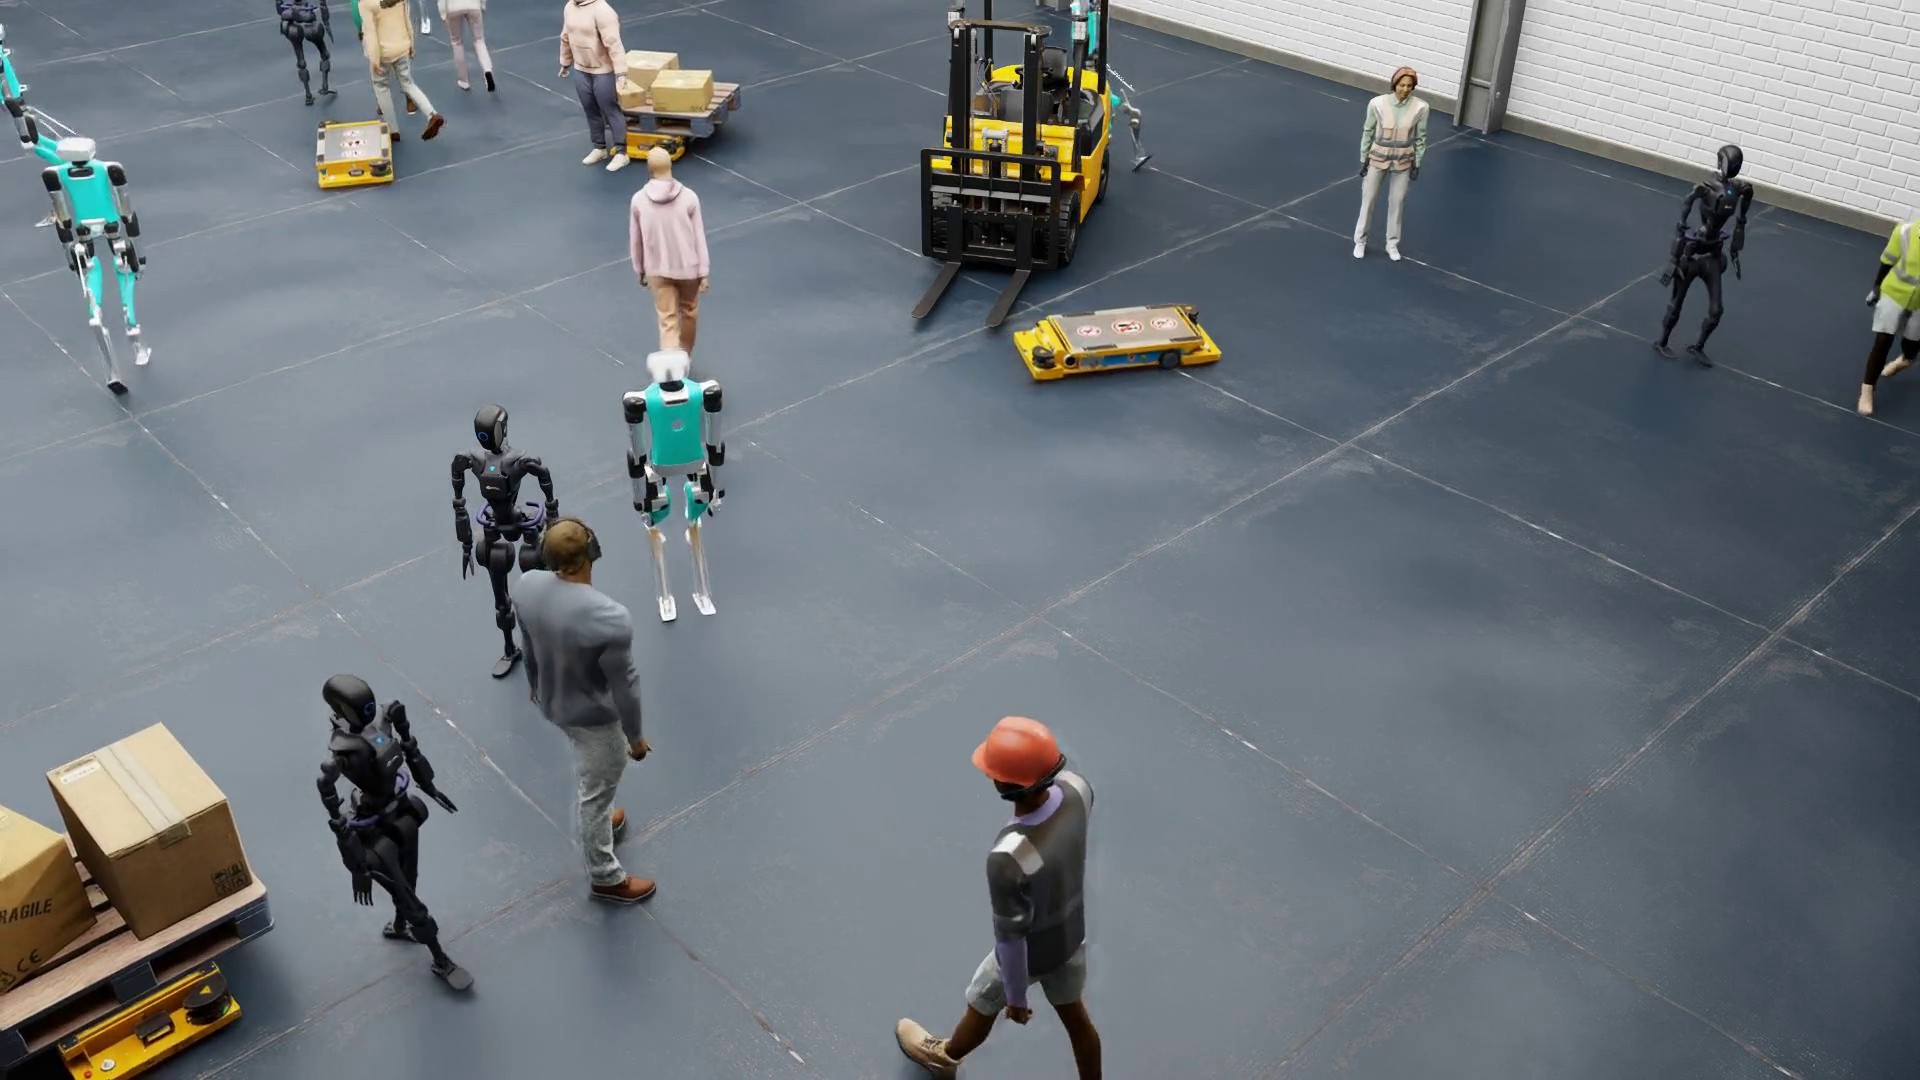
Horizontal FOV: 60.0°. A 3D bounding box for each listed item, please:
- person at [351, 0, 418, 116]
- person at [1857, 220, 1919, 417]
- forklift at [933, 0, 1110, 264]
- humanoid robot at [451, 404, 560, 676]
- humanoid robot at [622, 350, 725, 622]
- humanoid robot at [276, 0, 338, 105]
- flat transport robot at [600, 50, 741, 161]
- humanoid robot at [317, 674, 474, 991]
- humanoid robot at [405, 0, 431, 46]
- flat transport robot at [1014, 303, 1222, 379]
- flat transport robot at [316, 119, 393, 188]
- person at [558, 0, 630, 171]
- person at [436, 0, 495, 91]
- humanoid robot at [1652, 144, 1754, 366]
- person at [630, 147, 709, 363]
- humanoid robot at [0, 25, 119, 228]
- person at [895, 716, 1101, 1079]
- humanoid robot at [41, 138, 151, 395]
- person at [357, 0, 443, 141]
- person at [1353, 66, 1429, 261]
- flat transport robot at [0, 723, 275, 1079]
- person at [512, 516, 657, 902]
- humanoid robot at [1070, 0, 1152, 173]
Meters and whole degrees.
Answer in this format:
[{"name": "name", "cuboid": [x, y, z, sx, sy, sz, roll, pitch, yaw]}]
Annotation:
[{"name": "person", "cuboid": [-5.800, -5.162, 16.659, 0.505, 1.847, 0.379, -16, 36, -23]}, {"name": "person", "cuboid": [6.606, -1.704, 11.502, 0.560, 1.666, 0.641, 18, 37, 25]}, {"name": "forklift", "cuboid": [0.570, -3.725, 14.138, 1.214, 2.155, 2.313, 9, 34, 13]}, {"name": "humanoid robot", "cuboid": [-2.370, 0.017, 8.843, 0.599, 1.657, 0.315, 2, 33, 3]}, {"name": "humanoid robot", "cuboid": [-1.607, -0.347, 9.332, 0.533, 1.740, 0.720, -11, 35, -16]}, {"name": "humanoid robot", "cuboid": [-6.753, -5.332, 17.079, 0.594, 1.645, 0.383, 4, 33, 6]}, {"name": "flat transport robot", "cuboid": [-2.884, -4.082, 16.447, 0.659, 0.231, 1.431, 7, 34, 11]}, {"name": "humanoid robot", "cuboid": [-2.388, 1.202, 7.052, 0.603, 1.638, 0.611, 12, 35, 18]}, {"name": "humanoid robot", "cuboid": [-6.356, -6.566, 18.931, 0.568, 1.765, 0.960, 4, 33, 7]}, {"name": "flat transport robot", "cuboid": [1.175, -1.488, 12.461, 1.431, 0.231, 0.659, -7, 34, -10]}, {"name": "flat transport robot", "cuboid": [-5.771, -3.706, 15.870, 0.659, 0.231, 1.431, -9, 34, -14]}, {"name": "person", "cuboid": [-3.389, -4.400, 15.483, 0.819, 1.856, 0.434, 19, 38, 26]}, {"name": "person", "cuboid": [-5.170, -5.527, 17.311, 0.522, 1.743, 0.625, -15, 36, -22]}, {"name": "humanoid robot", "cuboid": [5.394, -2.058, 12.046, 0.593, 1.644, 0.462, -6, 34, -9]}, {"name": "person", "cuboid": [-2.039, -1.898, 11.754, 0.541, 1.730, 0.917, -4, 33, -7]}, {"name": "humanoid robot", "cuboid": [-7.797, -3.585, 14.385, 0.888, 1.821, 0.552, -18, 37, -25]}, {"name": "person", "cuboid": [0.193, 1.452, 6.364, 1.021, 1.995, 0.621, 23, 39, 31]}, {"name": "humanoid robot", "cuboid": [-6.048, -1.865, 11.731, 0.532, 1.778, 1.005, -9, 34, -14]}, {"name": "person", "cuboid": [-5.426, -4.717, 15.980, 0.772, 1.845, 0.583, 19, 38, 27]}, {"name": "person", "cuboid": [3.535, -3.087, 13.669, 0.513, 1.633, 0.316, 5, 33, 7]}, {"name": "flat transport robot", "cuboid": [-3.807, 1.828, 7.363, 0.659, 0.231, 1.431, -28, 42, -36]}, {"name": "person", "cuboid": [-1.679, 0.742, 7.531, 0.712, 1.906, 0.560, 21, 39, 29]}, {"name": "humanoid robot", "cuboid": [1.456, -4.203, 15.305, 0.955, 1.768, 0.541, 9, 34, 13]}]
